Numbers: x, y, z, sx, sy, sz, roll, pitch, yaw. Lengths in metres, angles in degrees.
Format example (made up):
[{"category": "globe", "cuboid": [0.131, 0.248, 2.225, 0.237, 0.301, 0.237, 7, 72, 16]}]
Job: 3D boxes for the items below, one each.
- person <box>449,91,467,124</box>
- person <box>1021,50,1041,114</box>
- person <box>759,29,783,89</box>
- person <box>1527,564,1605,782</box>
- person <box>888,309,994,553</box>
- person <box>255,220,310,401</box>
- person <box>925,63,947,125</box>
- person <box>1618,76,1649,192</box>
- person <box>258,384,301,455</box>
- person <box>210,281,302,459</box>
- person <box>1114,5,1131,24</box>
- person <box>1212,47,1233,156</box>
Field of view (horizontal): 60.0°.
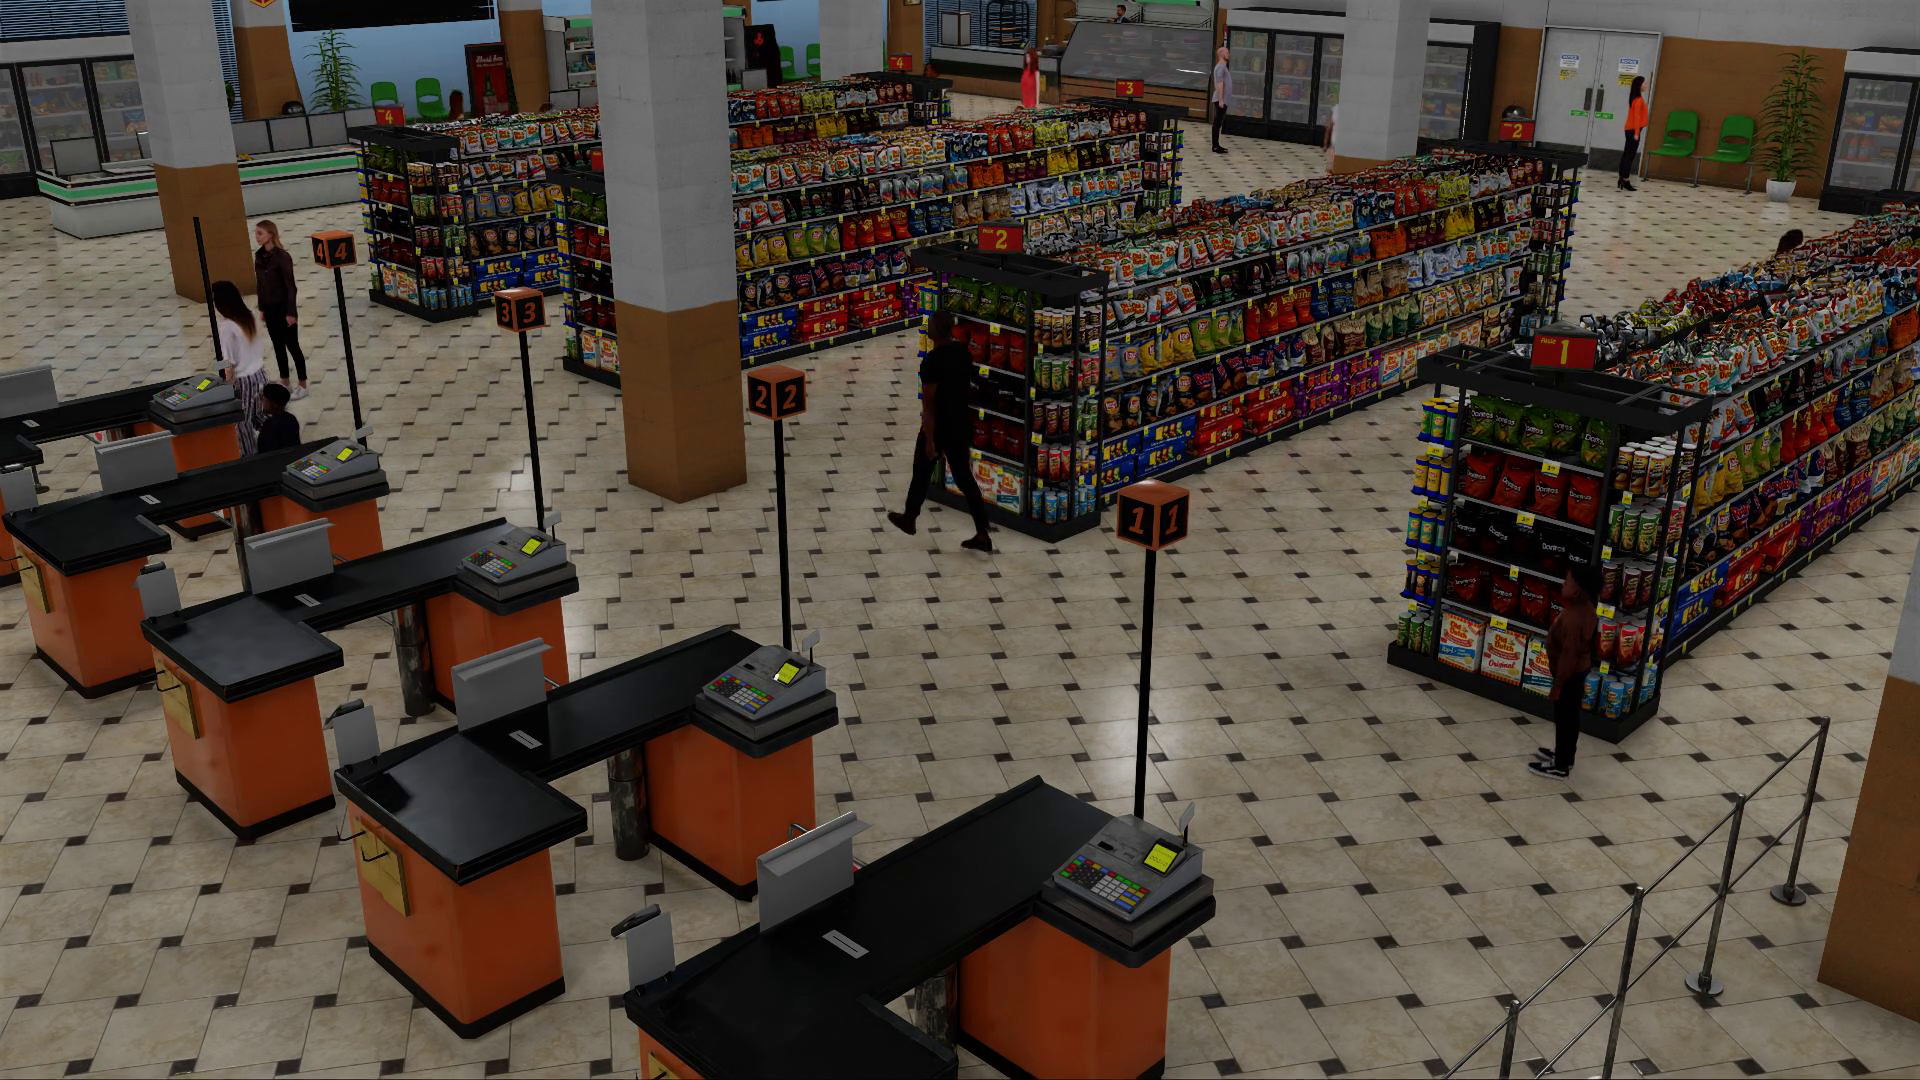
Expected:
[{"category": "person", "cuboid": [-7.484, -5.727, 24.583, 1.230, 1.683, 0.798, -12, 25, -27]}, {"category": "person", "cuboid": [1.308, -7.689, 29.296, 1.024, 1.808, 0.719, -14, 26, -32]}, {"category": "person", "cuboid": [-3.865, -9.491, 33.850, 0.699, 1.756, 0.657, 15, 27, 34]}, {"category": "person", "cuboid": [3.349, 0.716, 9.124, 0.615, 1.254, 0.453, 14, 26, 32]}, {"category": "person", "cuboid": [-0.029, -0.738, 12.056, 0.747, 1.765, 1.146, 19, 29, 40]}, {"category": "person", "cuboid": [-6.434, -2.185, 15.739, 0.661, 1.704, 0.604, 11, 24, 26]}, {"category": "person", "cuboid": [-0.359, -6.604, 26.458, 0.835, 1.912, 0.819, -4, 22, -11]}, {"category": "person", "cuboid": [10.600, -6.413, 26.202, 0.769, 1.748, 0.670, 5, 22, 11]}, {"category": "person", "cuboid": [-4.934, -0.535, 12.217, 0.667, 1.269, 0.597, 4, 22, 9]}, {"category": "person", "cuboid": [-5.779, -1.300, 13.593, 0.998, 1.662, 0.984, 5, 22, 12]}, {"category": "person", "cuboid": [3.713, -11.423, 38.510, 0.627, 1.868, 0.562, 20, 30, 41]}, {"category": "person", "cuboid": [4.645, -7.832, 29.613, 0.819, 1.838, 0.728, 3, 22, 7]}]
